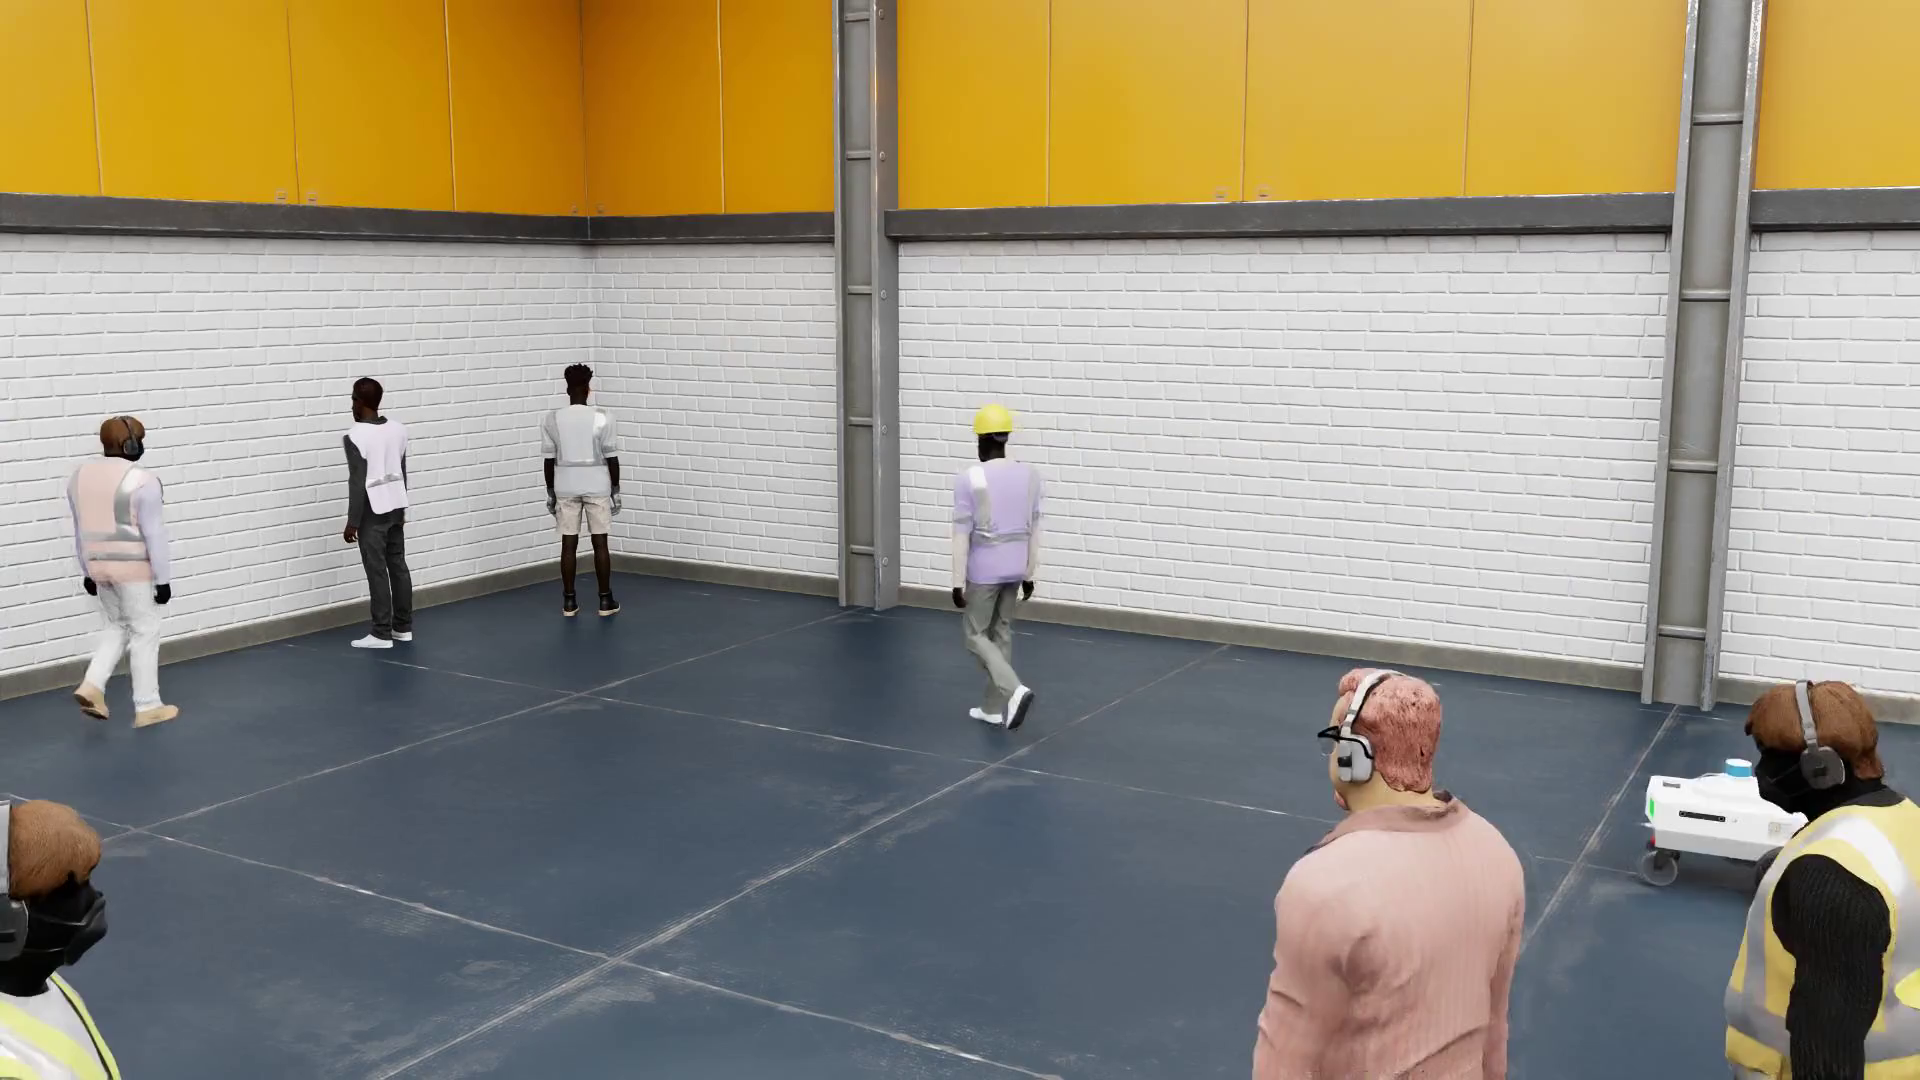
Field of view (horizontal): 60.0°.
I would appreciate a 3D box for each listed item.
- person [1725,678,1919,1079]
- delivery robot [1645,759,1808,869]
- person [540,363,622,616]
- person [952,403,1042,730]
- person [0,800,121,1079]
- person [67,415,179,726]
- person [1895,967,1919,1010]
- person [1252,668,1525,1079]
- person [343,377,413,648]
[{"bbox_3d":[1.815,1.196,3.479,0.460,1.812,0.660,8,12,41],"label":"person"},{"bbox_3d":[3.329,1.186,7.148,0.707,0.478,0.477,4,10,26],"label":"delivery robot"},{"bbox_3d":[-2.913,-0.384,12.852,0.604,1.964,0.367,0,9,-2],"label":"person"},{"bbox_3d":[0.234,0.172,9.563,0.598,1.908,0.632,-6,11,-34],"label":"person"},{"bbox_3d":[-1.502,1.313,2.688,0.431,1.834,0.626,-4,10,-26],"label":"person"},{"bbox_3d":[-4.858,0.193,9.659,0.645,1.832,0.496,3,10,19],"label":"person"},{"bbox_3d":[1.538,1.372,2.578,0.710,1.735,0.539,4,10,23],"label":"person"},{"bbox_3d":[0.885,1.195,3.278,0.634,1.877,0.805,-8,12,-41],"label":"person"},{"bbox_3d":[-4.121,-0.190,11.788,0.391,1.920,0.587,3,10,19],"label":"person"}]
